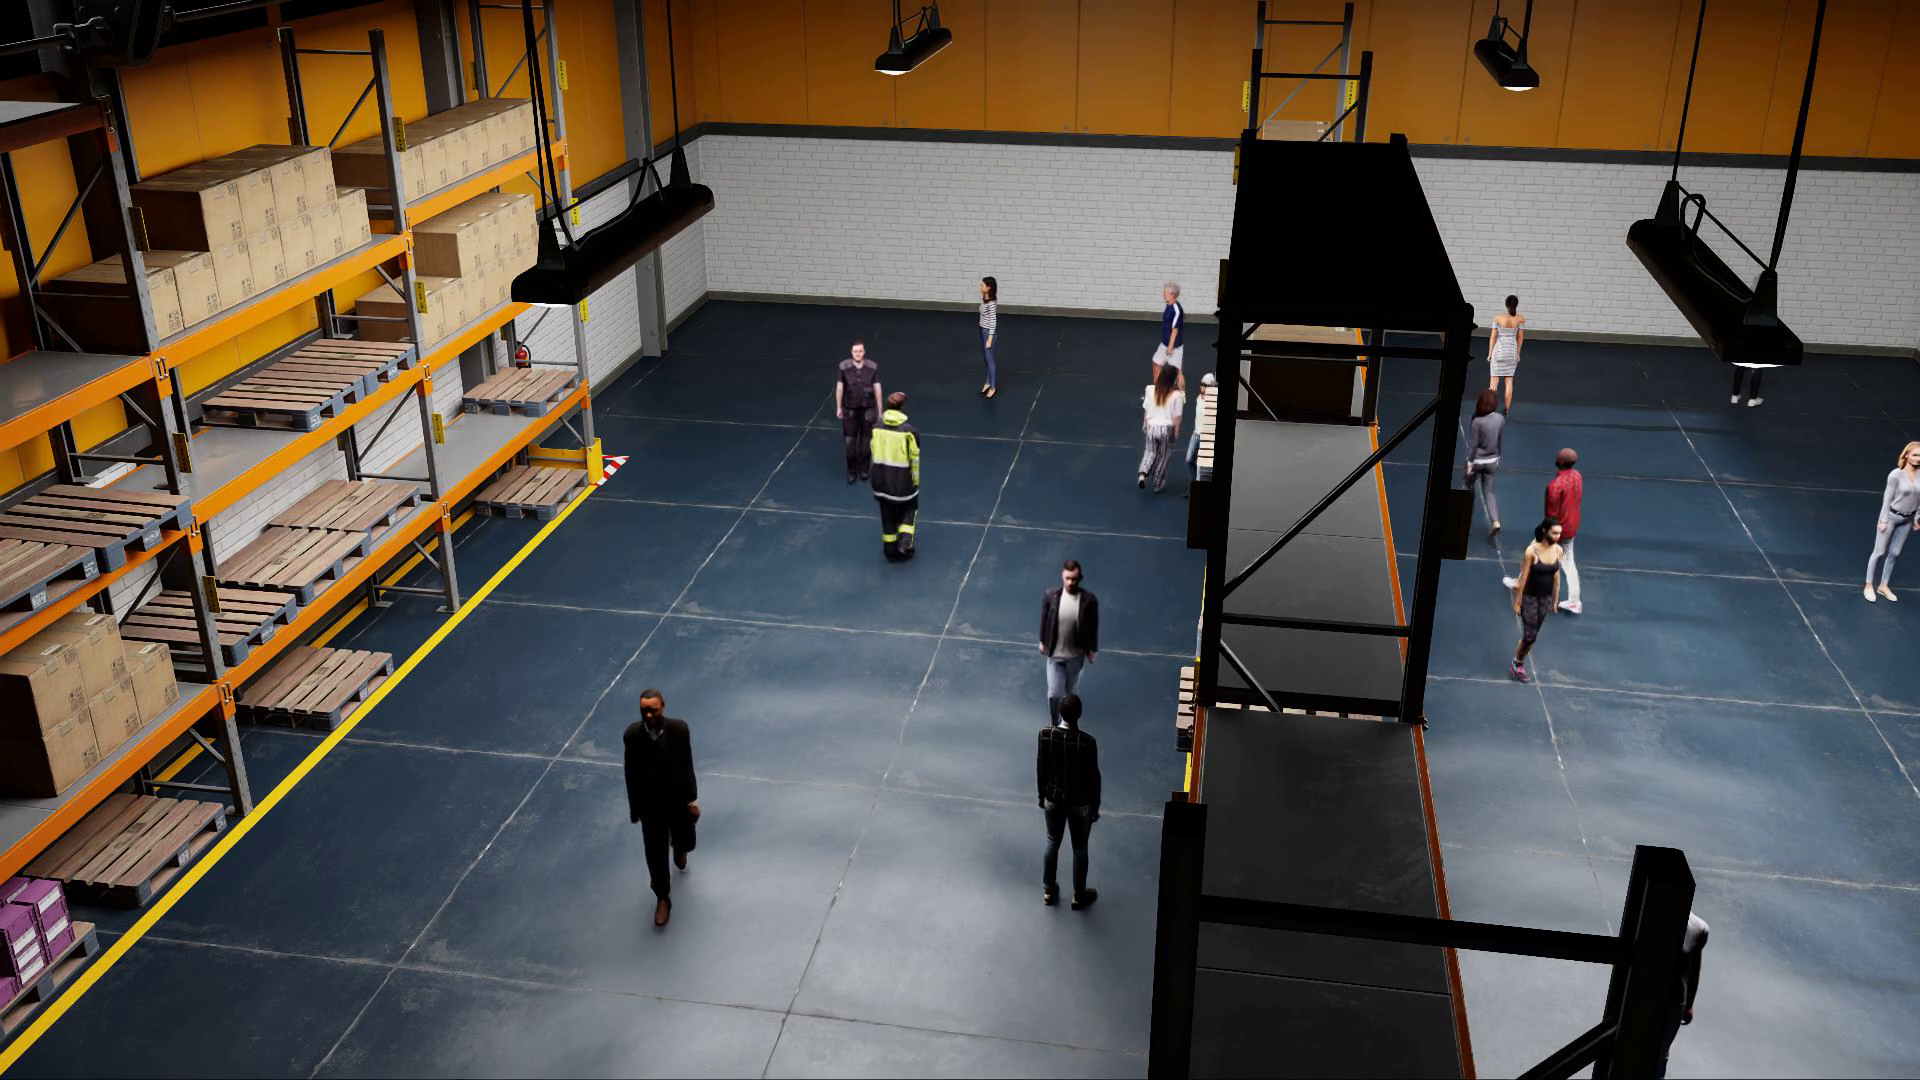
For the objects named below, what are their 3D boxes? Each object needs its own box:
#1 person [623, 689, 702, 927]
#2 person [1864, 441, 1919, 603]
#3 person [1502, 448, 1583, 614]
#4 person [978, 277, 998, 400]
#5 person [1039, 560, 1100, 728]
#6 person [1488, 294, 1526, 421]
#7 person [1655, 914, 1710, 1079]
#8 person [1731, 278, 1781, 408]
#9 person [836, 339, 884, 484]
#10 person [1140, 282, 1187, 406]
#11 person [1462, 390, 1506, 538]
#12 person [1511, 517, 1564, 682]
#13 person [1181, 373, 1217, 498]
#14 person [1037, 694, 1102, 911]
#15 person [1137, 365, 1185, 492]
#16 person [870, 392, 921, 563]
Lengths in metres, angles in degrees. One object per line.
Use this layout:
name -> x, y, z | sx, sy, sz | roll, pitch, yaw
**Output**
person -> -2.255, 1.957, 12.744 | 0.927, 1.882, 1.176 | -3, 24, -7
person -> 10.031, -0.209, 17.807 | 0.633, 1.796, 0.585 | -1, 24, -3
person -> 6.389, -0.083, 17.540 | 1.145, 1.779, 1.273 | -13, 27, -27
person -> 0.410, -2.928, 24.026 | 0.702, 1.797, 0.558 | -6, 24, -14
person -> 0.969, 0.981, 15.053 | 0.719, 1.822, 0.733 | 1, 24, 3
person -> 7.558, -2.530, 23.083 | 0.584, 1.822, 0.523 | 4, 24, 8
person -> 4.431, 2.905, 10.616 | 0.673, 1.850, 0.563 | 6, 24, 14
person -> 11.367, -2.884, 23.761 | 0.766, 1.929, 0.777 | 20, 31, 38
person -> -1.283, -1.676, 21.111 | 0.832, 1.838, 0.825 | -2, 24, -5
person -> 3.102, -2.782, 23.672 | 0.889, 1.813, 0.910 | -5, 24, -10
person -> 6.142, -0.875, 19.396 | 0.861, 1.743, 1.147 | -4, 24, -10
person -> 5.550, 0.547, 16.178 | 0.689, 1.715, 0.714 | -5, 24, -12
person -> 3.082, -1.279, 20.453 | 0.783, 1.638, 0.724 | -18, 29, -35
person -> 0.820, 1.996, 12.731 | 0.703, 1.821, 0.629 | 9, 25, 20
person -> 2.467, -1.342, 20.569 | 0.843, 1.659, 0.941 | 12, 26, 25
person -> -0.767, -0.670, 18.659 | 0.785, 1.959, 0.717 | 7, 25, 16
